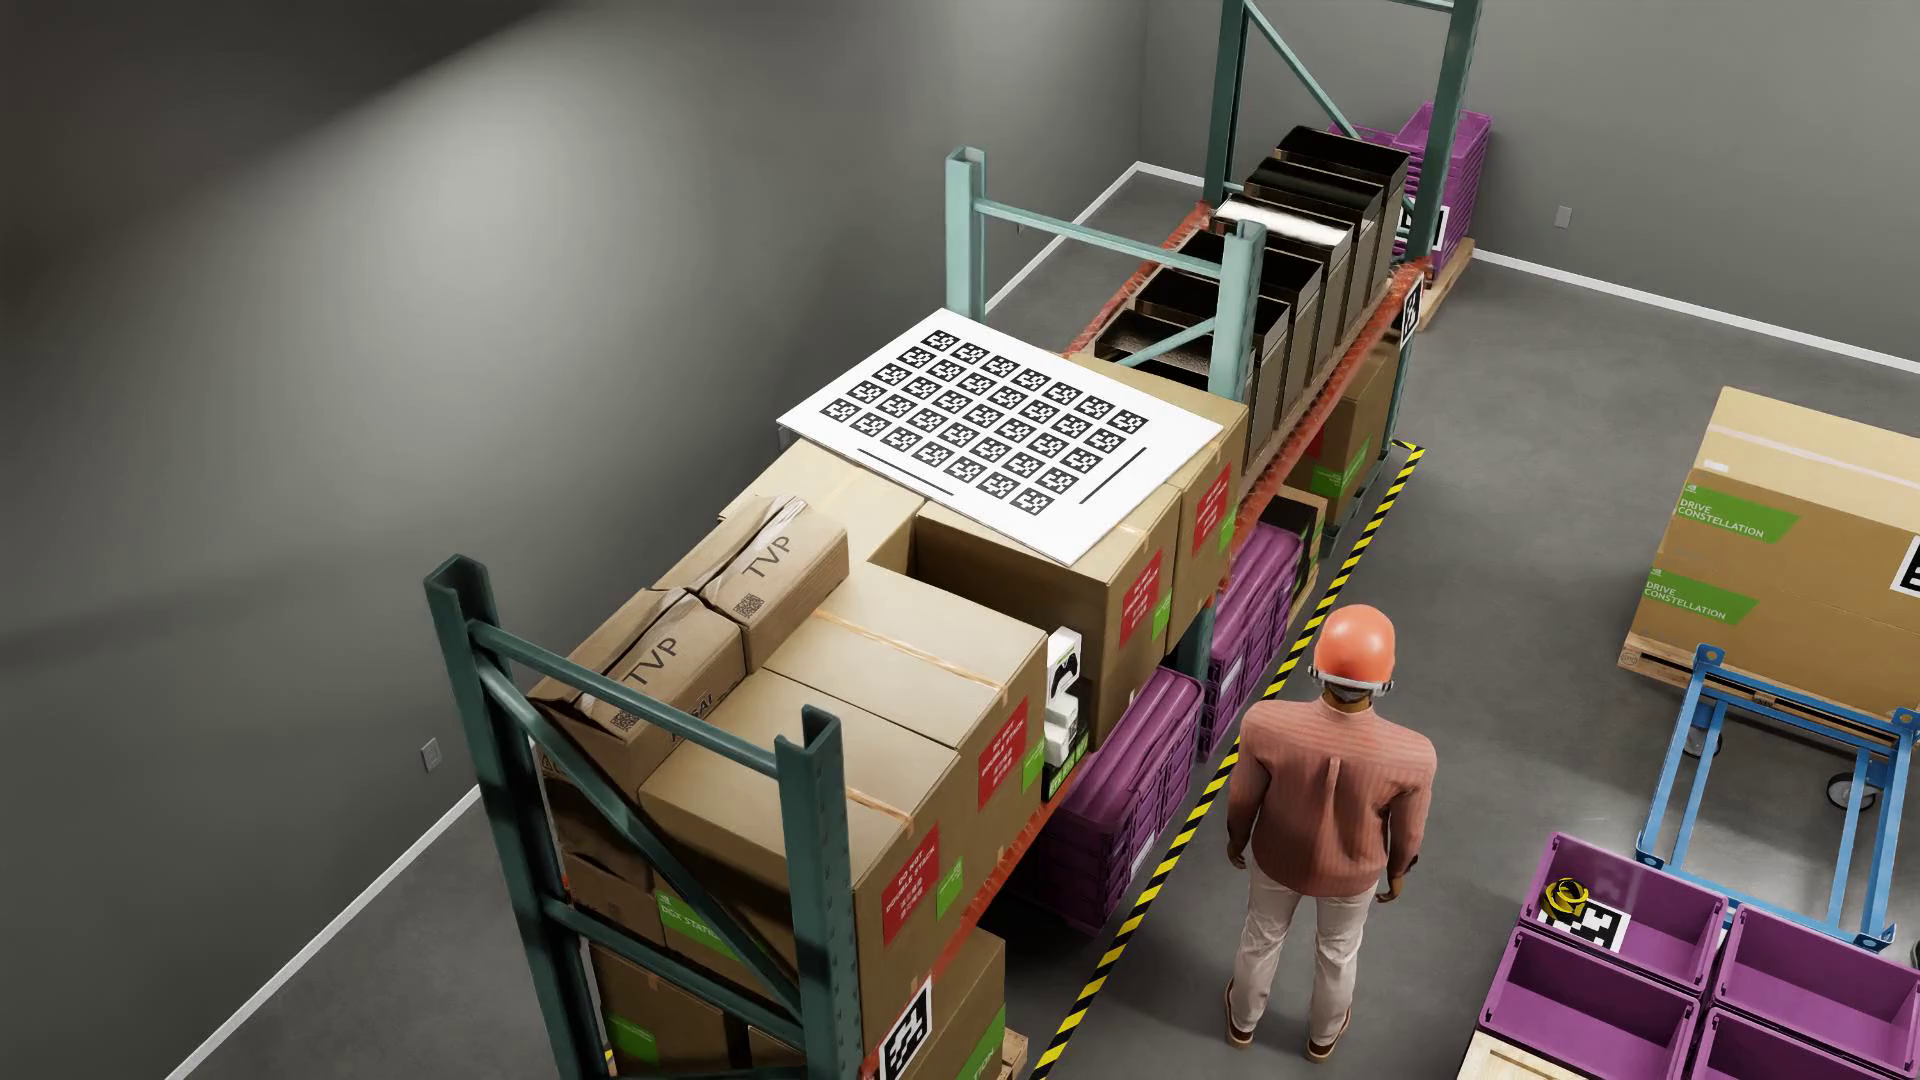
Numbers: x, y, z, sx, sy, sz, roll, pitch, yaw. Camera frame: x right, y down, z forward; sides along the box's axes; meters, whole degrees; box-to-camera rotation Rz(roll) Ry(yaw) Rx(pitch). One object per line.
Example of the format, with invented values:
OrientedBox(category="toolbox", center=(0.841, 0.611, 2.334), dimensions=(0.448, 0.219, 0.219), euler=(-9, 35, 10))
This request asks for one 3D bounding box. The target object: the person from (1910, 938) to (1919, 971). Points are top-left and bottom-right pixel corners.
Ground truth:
OrientedBox(category="person", center=(3.713, 0.947, 5.549), dimensions=(0.600, 1.831, 0.404), euler=(22, 45, 24))

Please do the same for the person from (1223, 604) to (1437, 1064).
OrientedBox(category="person", center=(1.155, 0.994, 5.370), dimensions=(0.612, 1.994, 0.383), euler=(10, 41, 12))
